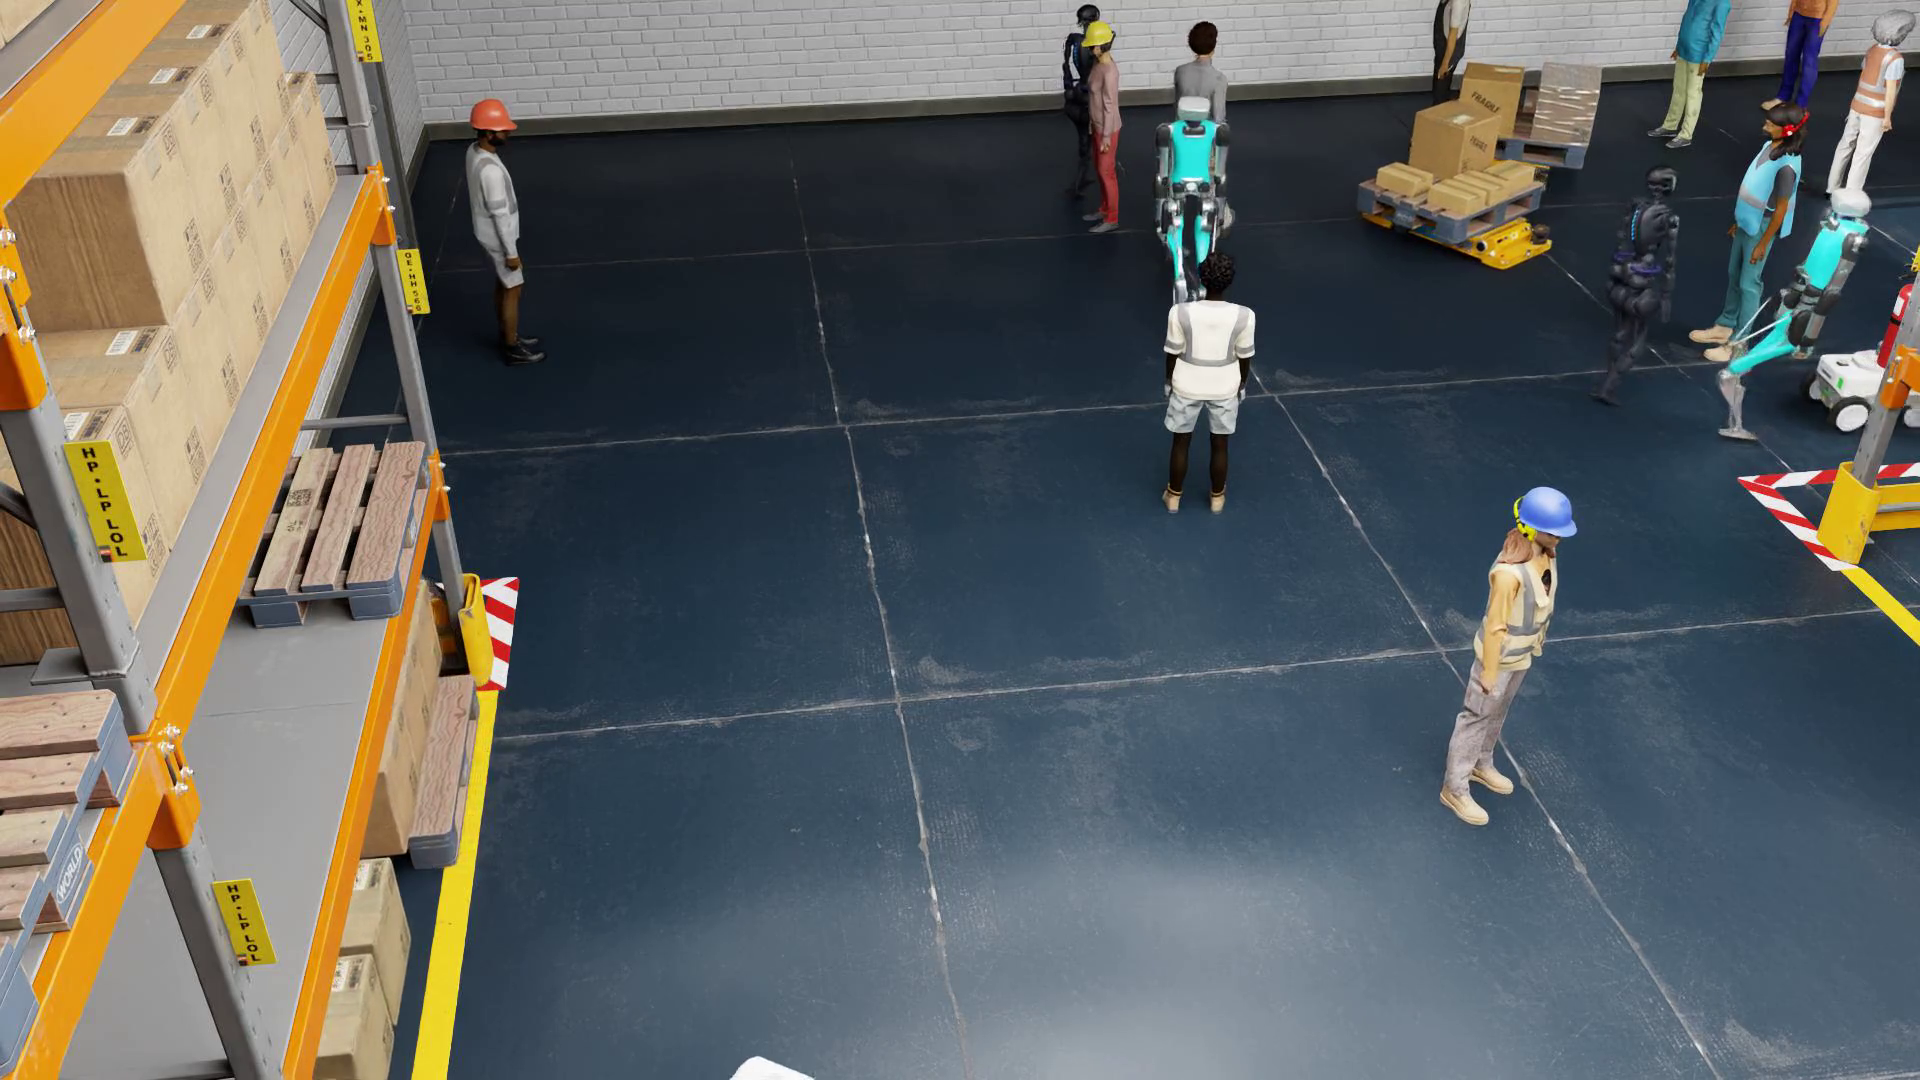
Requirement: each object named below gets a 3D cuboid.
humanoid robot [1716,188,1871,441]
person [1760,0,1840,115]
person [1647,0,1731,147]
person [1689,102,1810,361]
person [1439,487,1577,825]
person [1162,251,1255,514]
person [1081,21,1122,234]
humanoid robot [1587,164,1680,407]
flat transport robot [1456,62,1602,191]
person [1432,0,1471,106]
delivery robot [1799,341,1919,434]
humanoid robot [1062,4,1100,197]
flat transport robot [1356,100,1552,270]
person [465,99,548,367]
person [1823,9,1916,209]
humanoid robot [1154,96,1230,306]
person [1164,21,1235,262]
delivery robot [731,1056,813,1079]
[{"bbox_3d":[5.195,-1.372,10.656,0.761,1.827,0.532,4,33,6],"label":"humanoid robot"},{"bbox_3d":[8.244,-5.106,16.122,0.398,1.974,0.518,-11,35,-16],"label":"person"},{"bbox_3d":[6.810,-4.544,15.464,0.334,1.742,0.560,-6,34,-9],"label":"person"},{"bbox_3d":[5.599,-2.166,11.709,0.392,1.869,0.514,2,33,3],"label":"person"},{"bbox_3d":[2.545,0.520,7.674,0.321,1.776,0.481,26,41,34],"label":"person"},{"bbox_3d":[1.467,-0.915,9.955,0.535,1.691,0.319,2,33,3],"label":"person"},{"bbox_3d":[1.148,-3.393,13.700,0.369,1.752,0.516,-4,33,-5],"label":"person"},{"bbox_3d":[4.506,-1.718,11.208,0.461,1.654,0.602,-9,34,-14],"label":"humanoid robot"},{"bbox_3d":[5.100,-3.563,15.313,0.659,0.231,1.431,11,35,16],"label":"flat transport robot"},{"bbox_3d":[4.430,-4.422,15.195,0.328,1.838,0.503,6,34,9],"label":"person"},{"bbox_3d":[6.148,-1.059,11.192,0.750,0.570,0.499,-1,33,-2],"label":"delivery robot"},{"bbox_3d":[1.094,-3.805,14.419,0.618,1.641,0.593,-26,41,-34],"label":"humanoid robot"},{"bbox_3d":[4.141,-2.635,13.891,0.659,0.231,1.431,-25,41,-33],"label":"flat transport robot"},{"bbox_3d":[-3.184,-2.131,11.608,0.379,1.926,0.547,-15,36,-22],"label":"person"},{"bbox_3d":[7.748,-3.652,14.146,0.315,1.690,0.437,-6,34,-9],"label":"person"},{"bbox_3d":[1.650,-2.173,11.852,0.545,1.770,0.954,1,33,2],"label":"humanoid robot"},{"bbox_3d":[1.931,-3.213,13.327,0.521,1.850,0.965,17,37,24],"label":"person"},{"bbox_3d":[-0.805,2.281,6.091,0.499,0.590,0.793,15,36,21],"label":"delivery robot"}]
